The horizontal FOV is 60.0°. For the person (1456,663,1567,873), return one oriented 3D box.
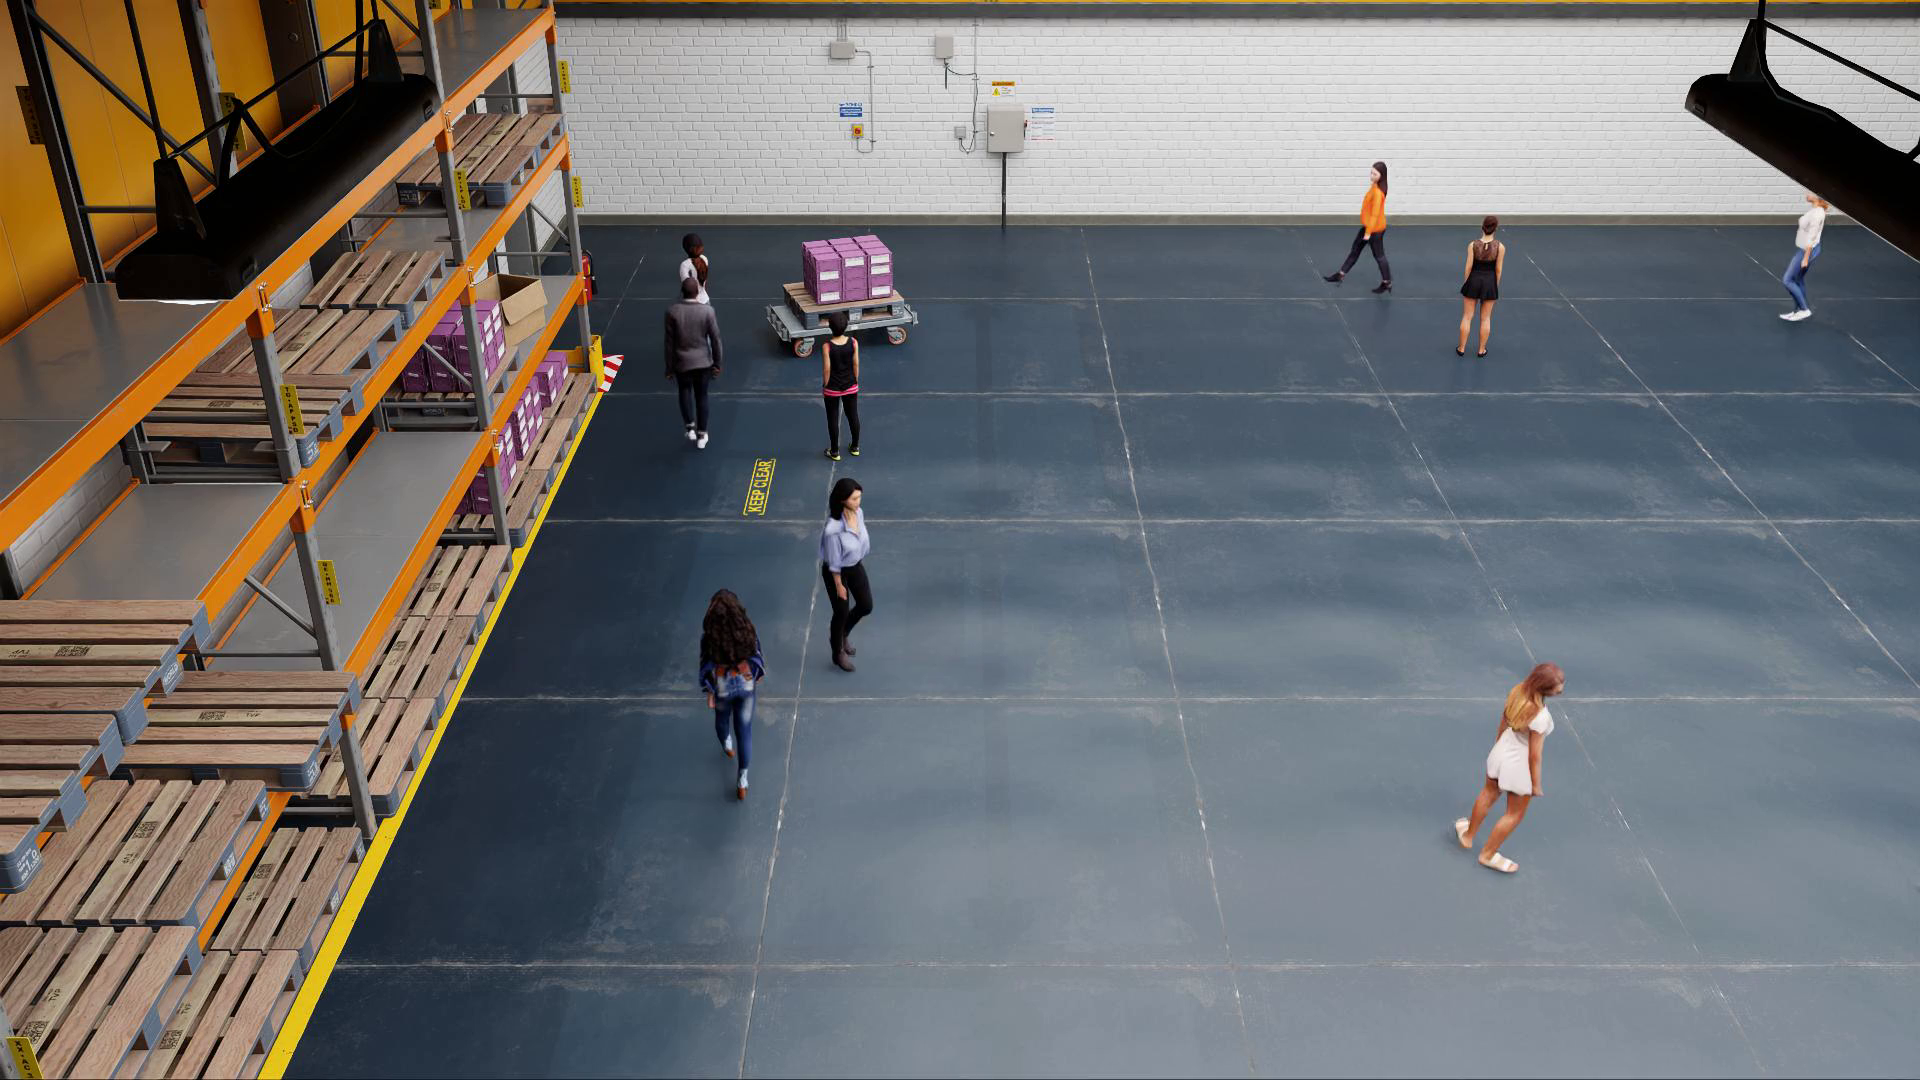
[{"bbox_3d":[3.634,1.465,11.012,0.916,1.667,0.588,-11,30,-19],"label":"person"}]

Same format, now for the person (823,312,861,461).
[{"bbox_3d":[-1.196,-1.559,16.674,0.614,1.553,0.631,-14,31,-23],"label":"person"}]

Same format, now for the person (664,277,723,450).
[{"bbox_3d":[-2.693,-1.734,16.738,0.766,1.799,0.671,-3,29,-5],"label":"person"}]

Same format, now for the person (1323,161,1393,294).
[{"bbox_3d":[5.245,-3.852,20.723,0.804,1.701,1.066,5,29,9],"label":"person"}]

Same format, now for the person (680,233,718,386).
[{"bbox_3d":[-2.897,-2.553,18.323,0.726,1.719,0.612,14,31,23],"label":"person"}]

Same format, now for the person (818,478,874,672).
[{"bbox_3d":[-0.995,0.265,13.147,0.839,1.729,0.766,19,34,31],"label":"person"}]

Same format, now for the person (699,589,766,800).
[{"bbox_3d":[-1.592,1.105,11.752,0.701,1.589,0.957,-4,29,-6],"label":"person"}]

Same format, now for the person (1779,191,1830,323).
[{"bbox_3d":[10.210,-3.407,19.896,0.825,1.712,0.723,14,32,24],"label":"person"}]

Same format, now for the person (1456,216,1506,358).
[{"bbox_3d":[5.956,-2.907,19.018,0.635,1.674,0.639,8,30,14],"label":"person"}]
